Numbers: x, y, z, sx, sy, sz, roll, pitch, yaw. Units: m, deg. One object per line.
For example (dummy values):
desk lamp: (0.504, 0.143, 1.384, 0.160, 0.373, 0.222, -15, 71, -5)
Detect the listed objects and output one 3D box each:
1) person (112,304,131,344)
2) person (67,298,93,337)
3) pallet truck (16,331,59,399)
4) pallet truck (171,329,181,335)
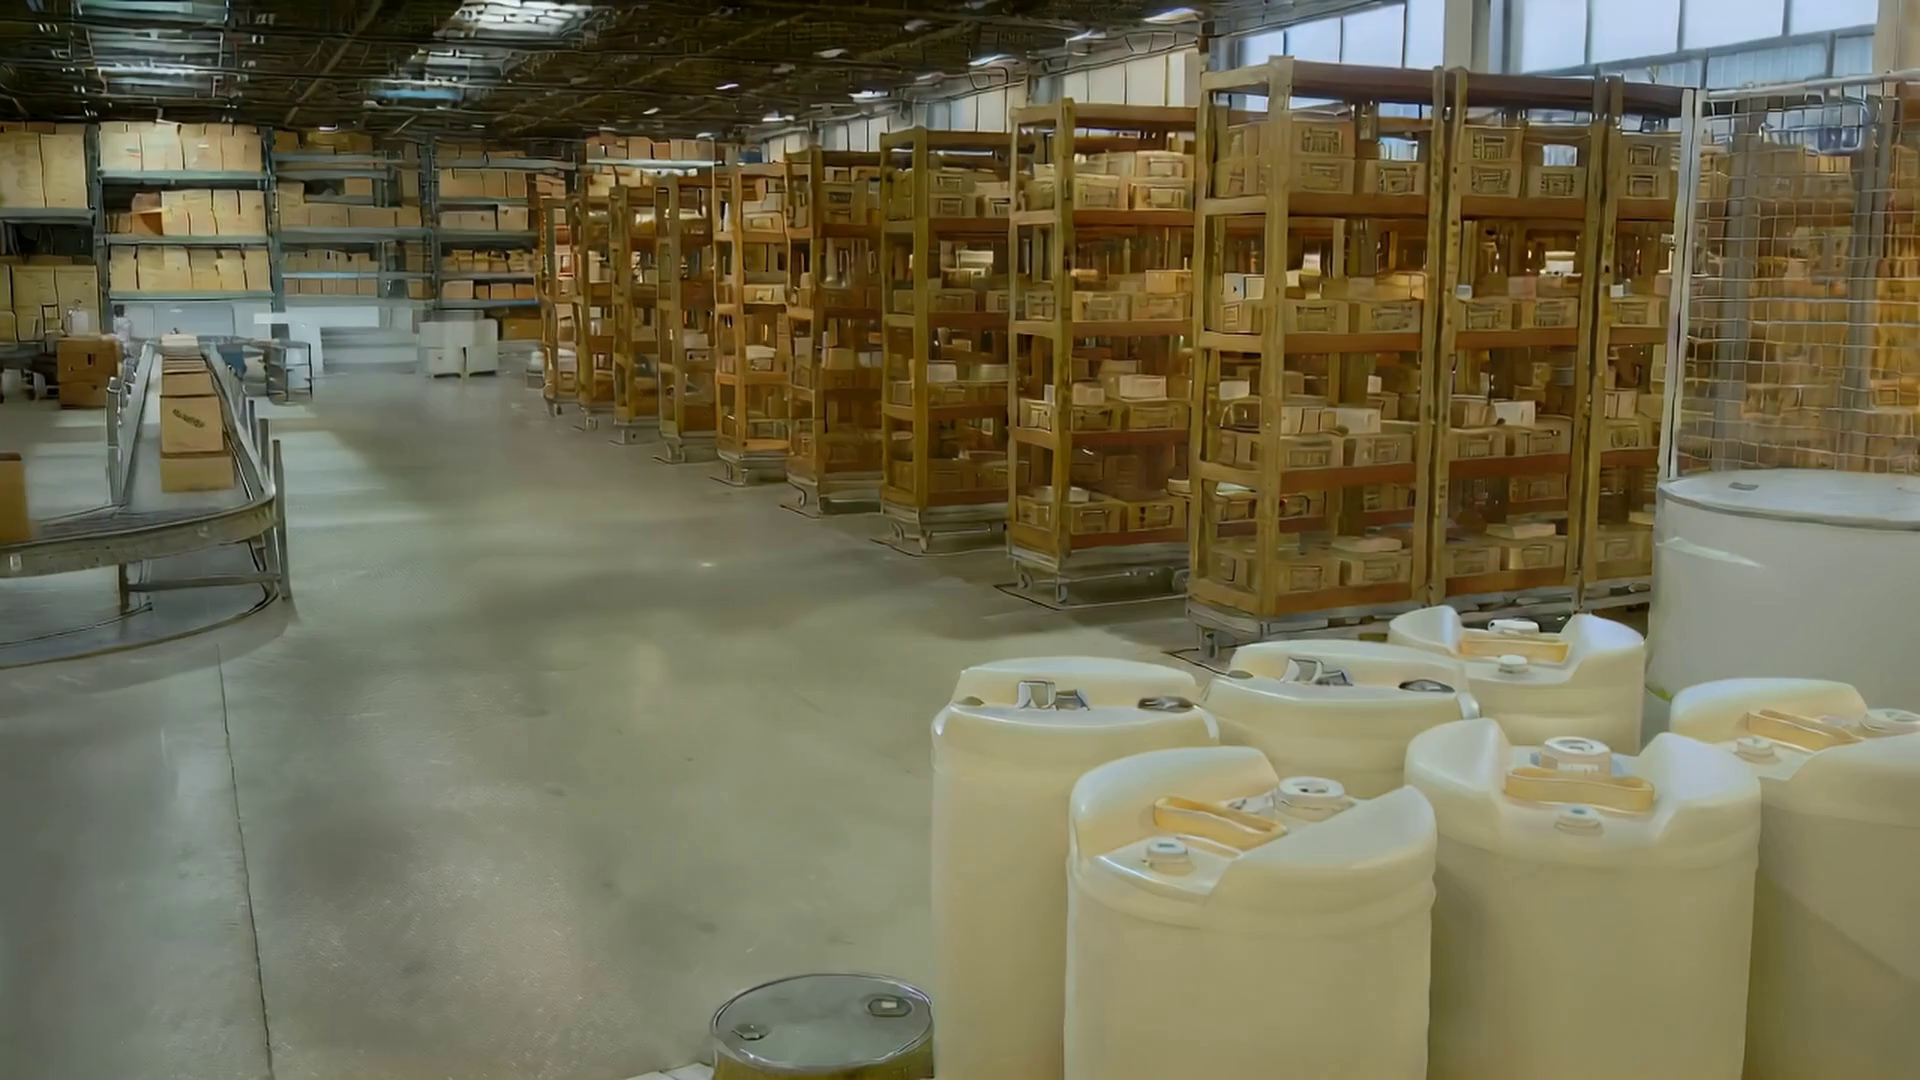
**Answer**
person: (-19.206, -4.586, 38.211, 0.532, 1.683, 0.505, 5, 10, 26)
person: (-20.203, -4.644, 38.190, 0.404, 1.821, 0.590, 5, 10, 29)
pallet truck: (-17.082, -3.353, 31.781, 1.630, 1.274, 0.653, -4, 10, -25)
pallet truck: (-17.275, -3.851, 35.096, 1.601, 1.201, 0.680, 0, 9, 1)
